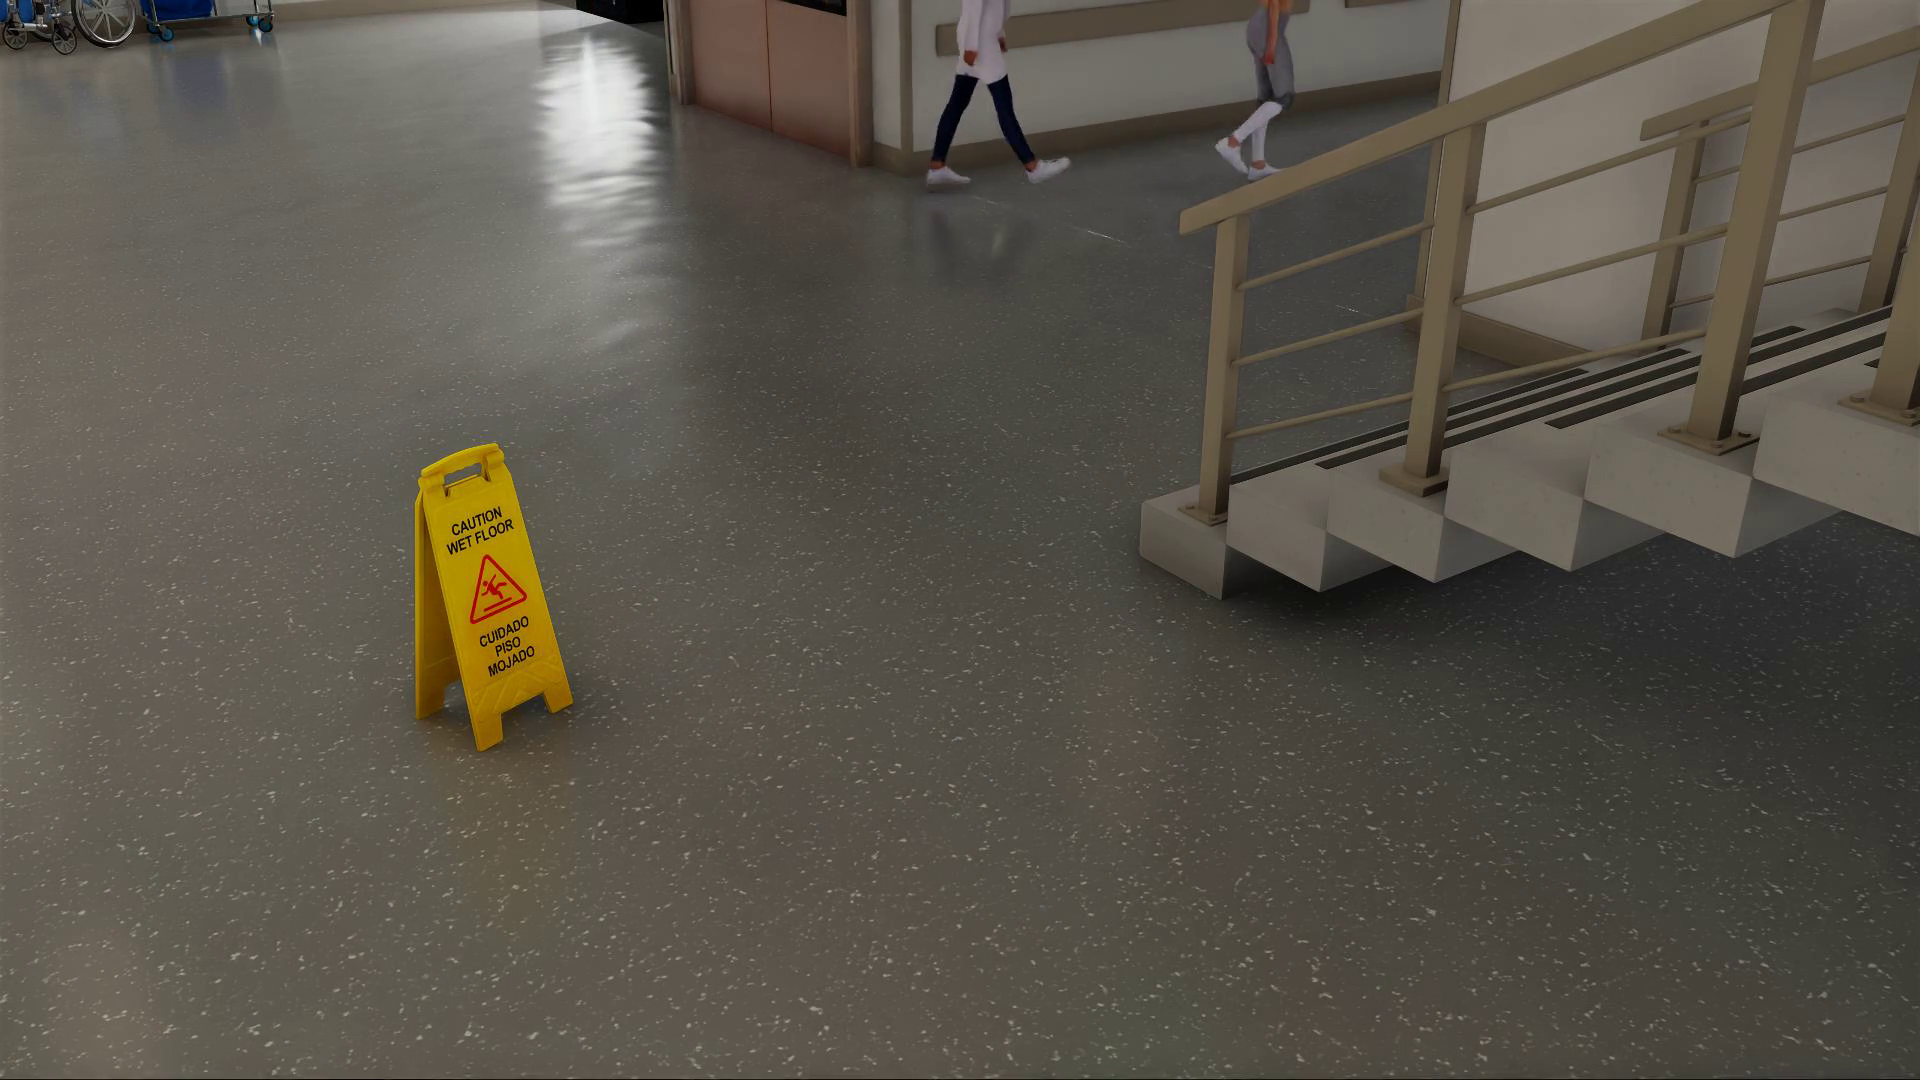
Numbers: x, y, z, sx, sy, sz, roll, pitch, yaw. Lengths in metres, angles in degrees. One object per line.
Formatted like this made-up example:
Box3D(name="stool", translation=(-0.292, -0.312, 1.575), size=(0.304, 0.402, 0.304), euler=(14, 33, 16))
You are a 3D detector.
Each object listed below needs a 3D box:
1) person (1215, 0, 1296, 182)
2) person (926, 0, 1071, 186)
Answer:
Box3D(name="person", translation=(1.765, -2.976, 9.902), size=(0.791, 1.693, 0.782), euler=(-4, 26, -8))
Box3D(name="person", translation=(0.021, -2.896, 9.689), size=(1.059, 1.734, 1.120), euler=(-1, 26, -1))
